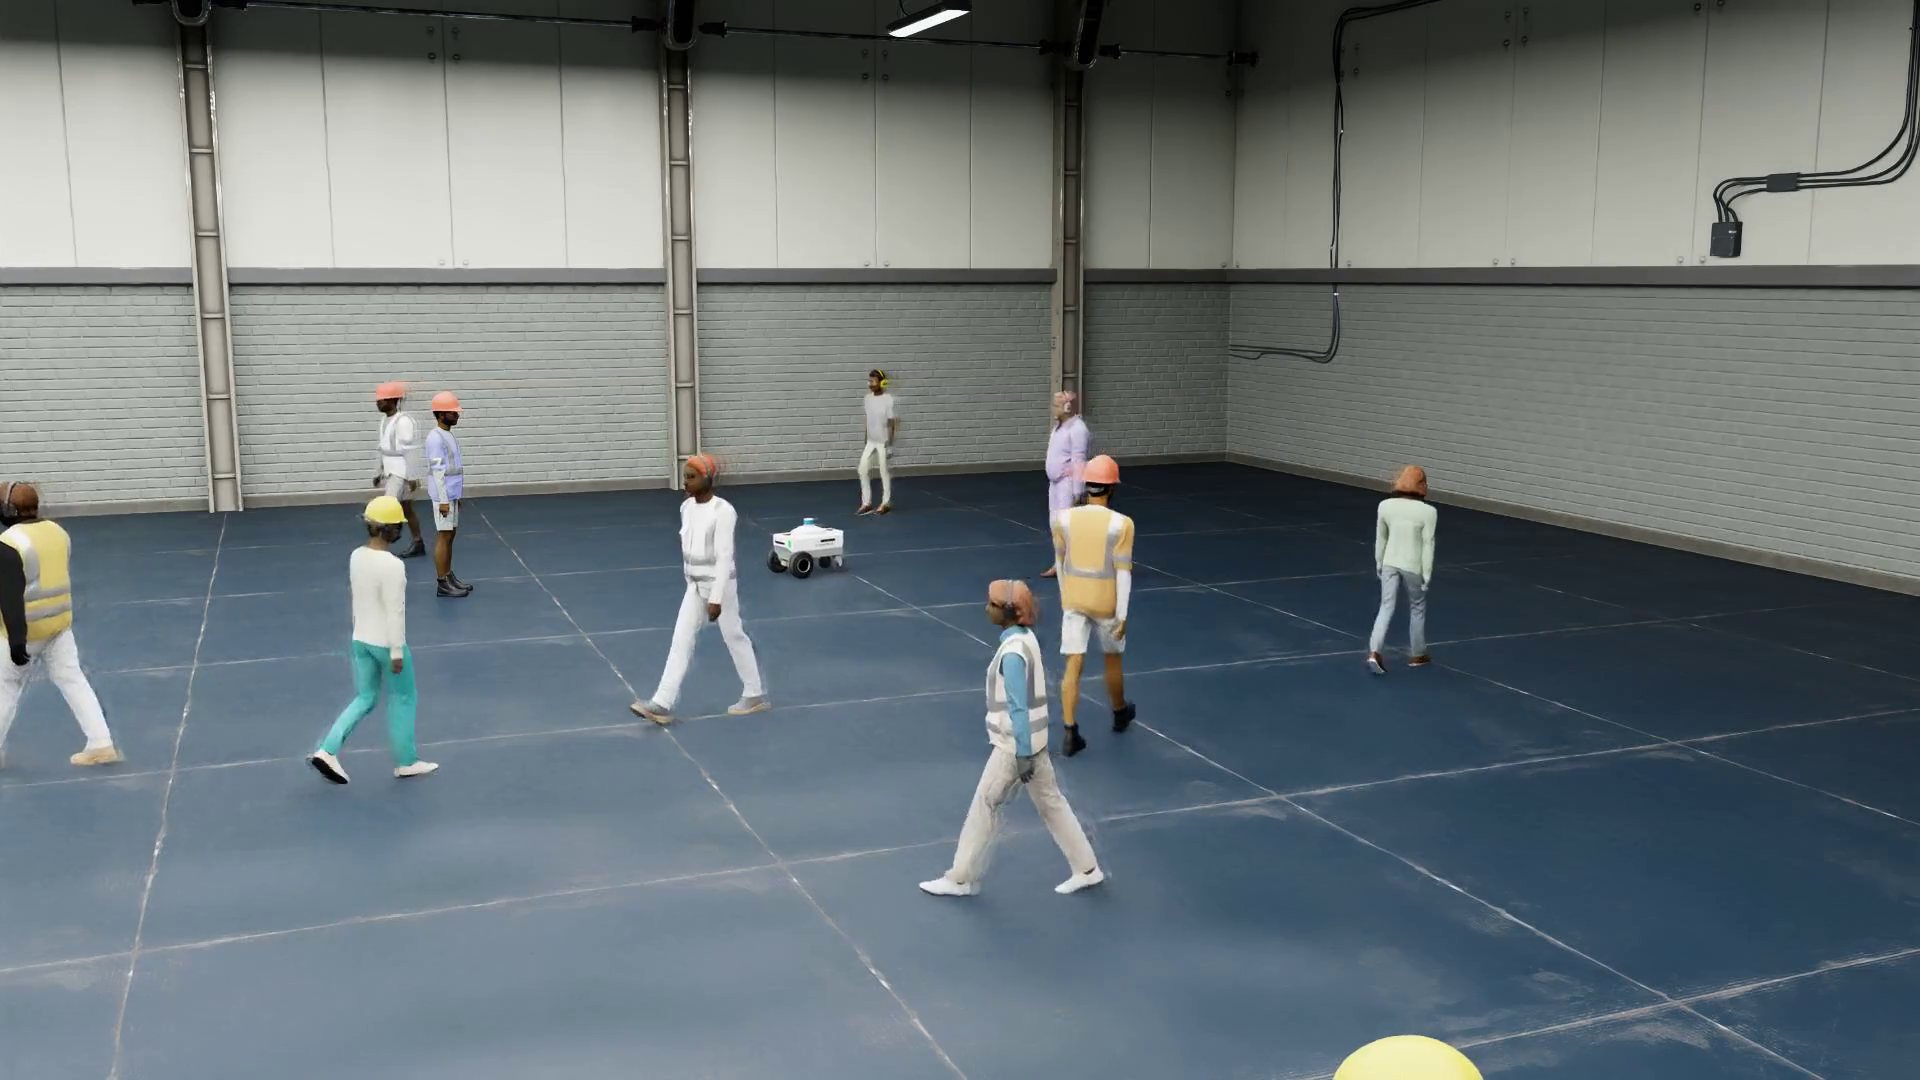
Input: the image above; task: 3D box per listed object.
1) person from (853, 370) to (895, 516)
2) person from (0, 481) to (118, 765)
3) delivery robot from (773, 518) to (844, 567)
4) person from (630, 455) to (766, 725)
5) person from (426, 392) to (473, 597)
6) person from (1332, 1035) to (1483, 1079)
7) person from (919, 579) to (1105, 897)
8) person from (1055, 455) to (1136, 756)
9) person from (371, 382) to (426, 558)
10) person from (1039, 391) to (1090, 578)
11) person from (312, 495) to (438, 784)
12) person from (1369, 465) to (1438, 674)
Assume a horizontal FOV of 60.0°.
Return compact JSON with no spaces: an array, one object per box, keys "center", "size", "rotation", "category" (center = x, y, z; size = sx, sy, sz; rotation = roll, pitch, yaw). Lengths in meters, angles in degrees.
[{"center":[-1.090,-1.212,20.914],"size":[0.570,1.848,0.685],"rotation":[7,11,36],"category":"person"},{"center":[-5.697,0.528,10.194],"size":[0.979,1.789,0.652],"rotation":[1,9,7],"category":"person"},{"center":[-1.537,0.024,16.923],"size":[0.707,0.478,0.477],"rotation":[-7,12,-39],"category":"delivery robot"},{"center":[-1.737,0.340,11.258],"size":[0.602,1.821,1.025],"rotation":[9,13,44],"category":"person"},{"center":[-4.839,-0.431,15.743],"size":[0.354,1.939,0.544],"rotation":[-1,9,-6],"category":"person"},{"center":[0.619,1.676,2.561],"size":[0.383,1.924,0.589],"rotation":[0,9,0],"category":"person"},{"center":[0.288,0.968,8.051],"size":[0.893,1.591,0.531],"rotation":[1,9,9],"category":"person"},{"center":[0.882,0.392,10.750],"size":[0.552,1.883,0.977],"rotation":[4,10,22],"category":"person"},{"center":[-6.099,-0.710,17.622],"size":[0.929,1.894,0.566],"rotation":[-7,12,-39],"category":"person"},{"center":[1.080,-0.542,16.587],"size":[0.492,1.887,0.662],"rotation":[-3,10,-18],"category":"person"},{"center":[-3.506,0.606,9.856],"size":[0.535,1.737,0.705],"rotation":[7,11,38],"category":"person"},{"center":[3.375,0.218,12.725],"size":[0.513,1.599,0.808],"rotation":[7,12,38],"category":"person"}]
